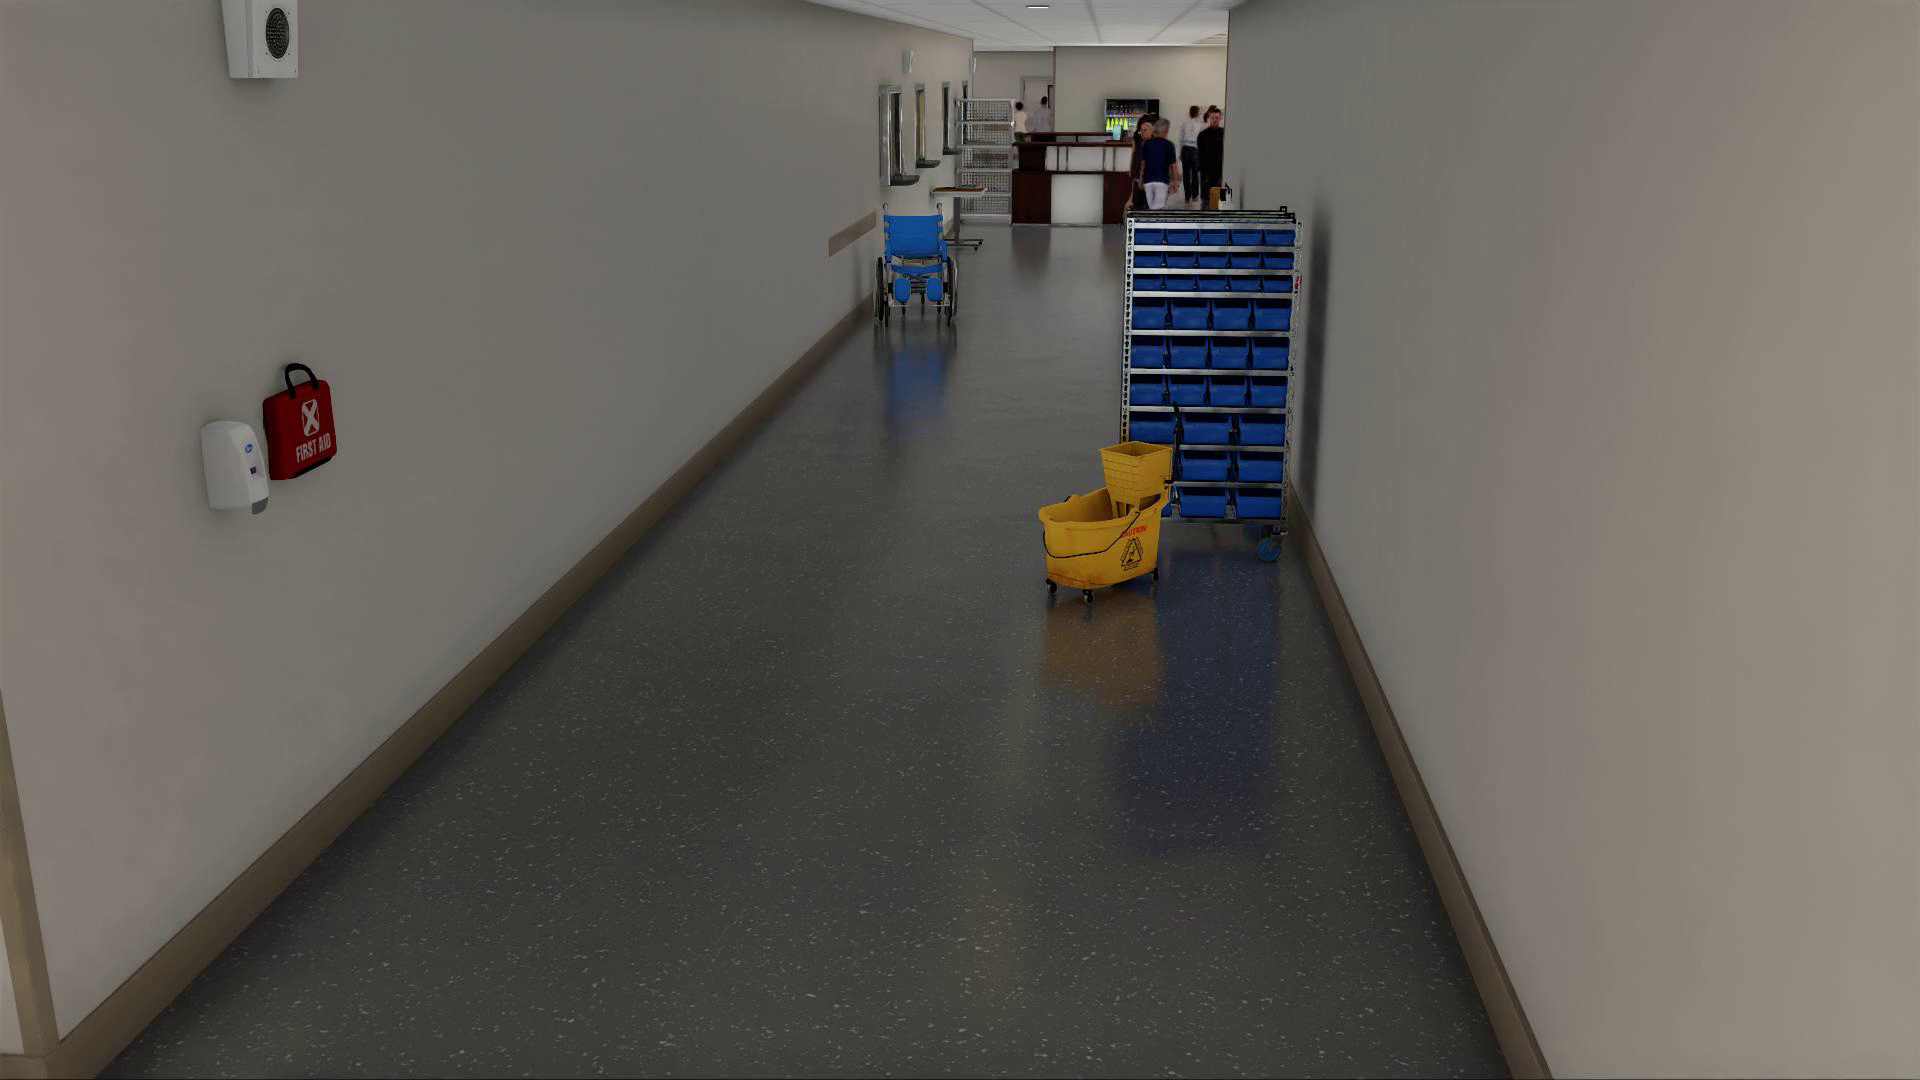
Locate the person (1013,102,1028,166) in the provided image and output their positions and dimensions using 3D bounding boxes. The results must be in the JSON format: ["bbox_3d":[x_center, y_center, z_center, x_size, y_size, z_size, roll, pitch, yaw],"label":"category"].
[{"bbox_3d":[1.621,-10.832,44.390,0.967,1.636,0.879,-5,17,-18],"label":"person"}]

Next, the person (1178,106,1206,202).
[{"bbox_3d":[4.404,-7.340,31.765,1.101,1.766,0.733,2,16,7],"label":"person"}]

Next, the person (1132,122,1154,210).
[{"bbox_3d":[2.783,-5.320,24.696,0.944,1.713,0.953,12,20,37],"label":"person"}]

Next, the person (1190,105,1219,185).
[{"bbox_3d":[5.039,-7.898,33.738,1.085,1.769,0.728,5,17,18],"label":"person"}]

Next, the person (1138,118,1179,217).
[{"bbox_3d":[2.712,-4.960,23.267,1.029,1.797,0.998,10,19,32],"label":"person"}]

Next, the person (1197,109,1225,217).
[{"bbox_3d":[3.829,-5.491,25.020,1.149,1.866,0.812,3,16,10],"label":"person"}]

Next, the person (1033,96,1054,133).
[{"bbox_3d":[2.096,-10.206,41.846,1.149,1.811,0.933,5,17,18],"label":"person"}]

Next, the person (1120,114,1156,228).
[{"bbox_3d":[2.798,-5.711,26.037,1.186,1.739,1.072,-11,19,-34],"label":"person"}]
